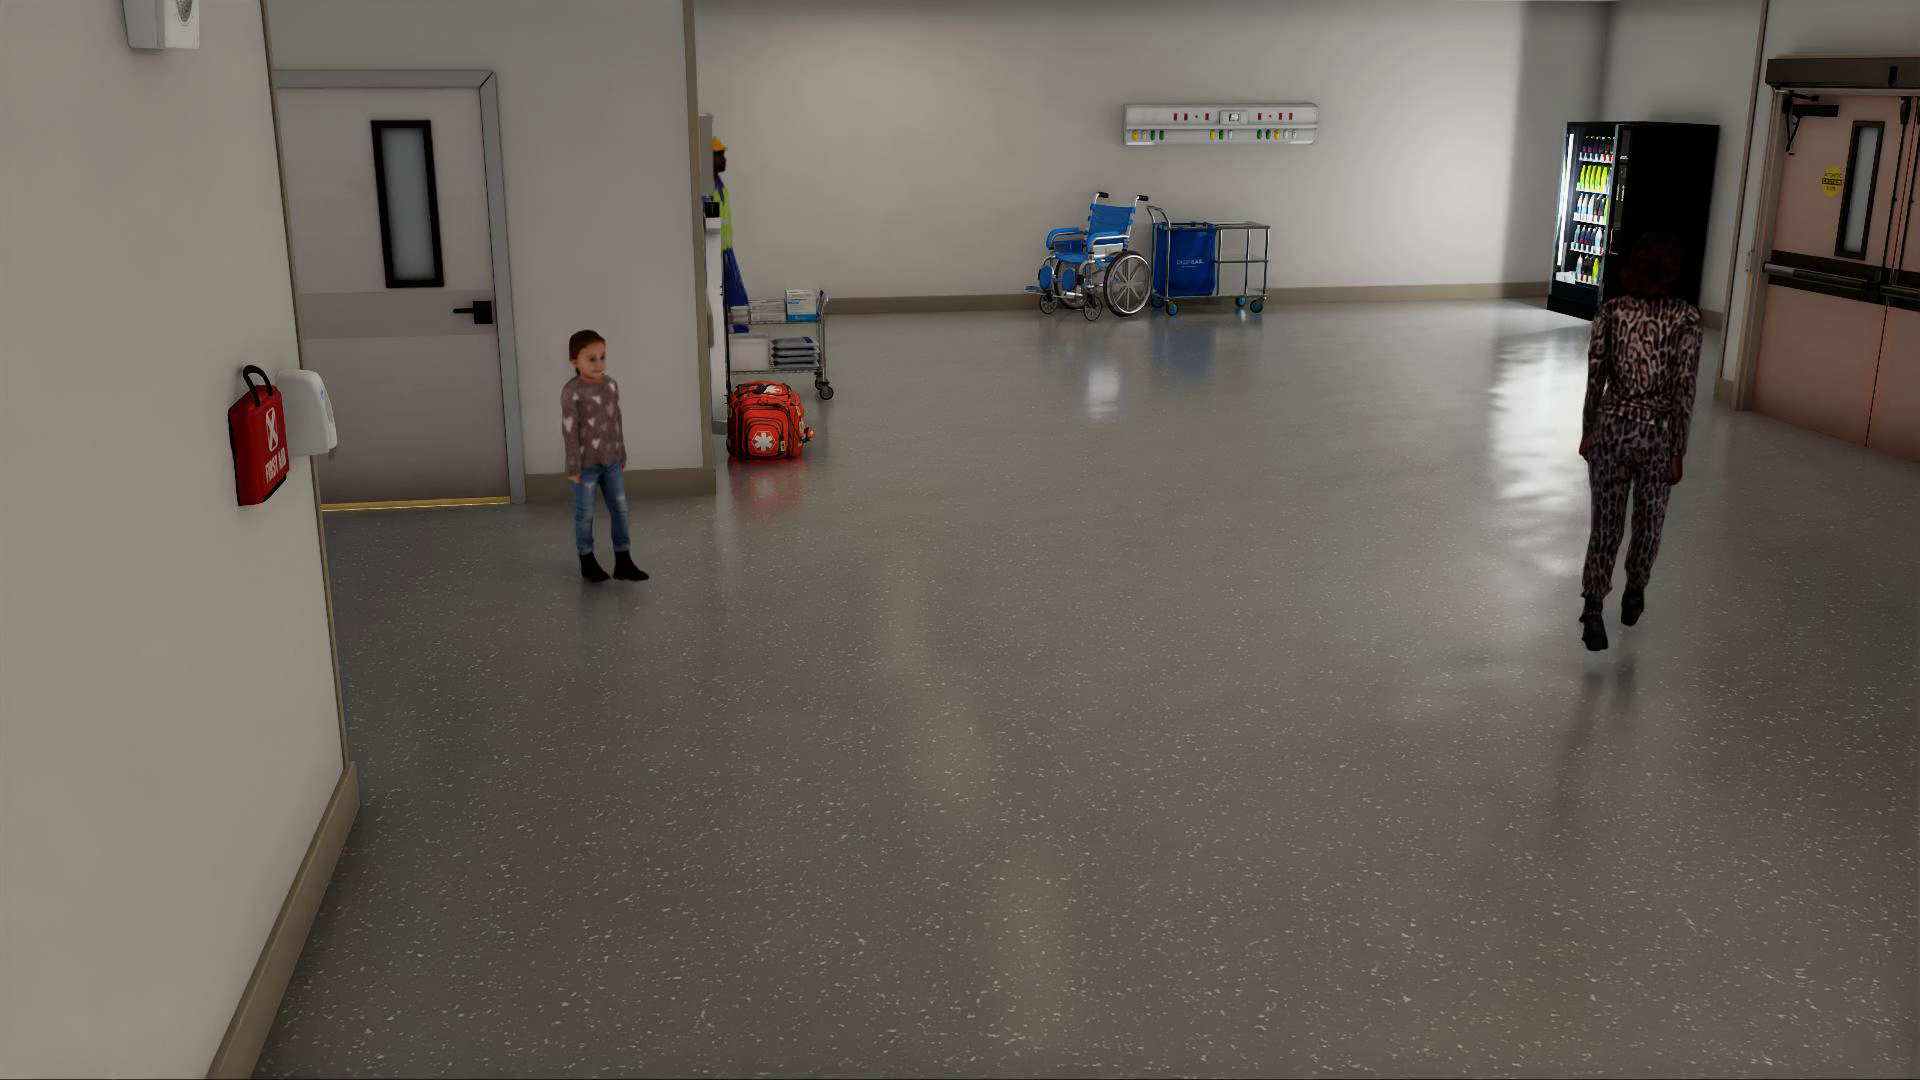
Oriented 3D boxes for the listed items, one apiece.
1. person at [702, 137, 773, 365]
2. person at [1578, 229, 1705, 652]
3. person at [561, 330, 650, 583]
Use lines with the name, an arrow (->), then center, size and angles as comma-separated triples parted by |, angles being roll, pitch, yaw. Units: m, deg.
person -> -2.020, -2.229, 13.088 | 1.099, 1.787, 1.204 | 6, 17, 19
person -> 2.660, -0.350, 6.626 | 1.041, 1.677, 1.168 | 9, 18, 29
person -> -1.711, -0.385, 7.662 | 0.664, 1.182, 0.735 | -14, 21, -41
